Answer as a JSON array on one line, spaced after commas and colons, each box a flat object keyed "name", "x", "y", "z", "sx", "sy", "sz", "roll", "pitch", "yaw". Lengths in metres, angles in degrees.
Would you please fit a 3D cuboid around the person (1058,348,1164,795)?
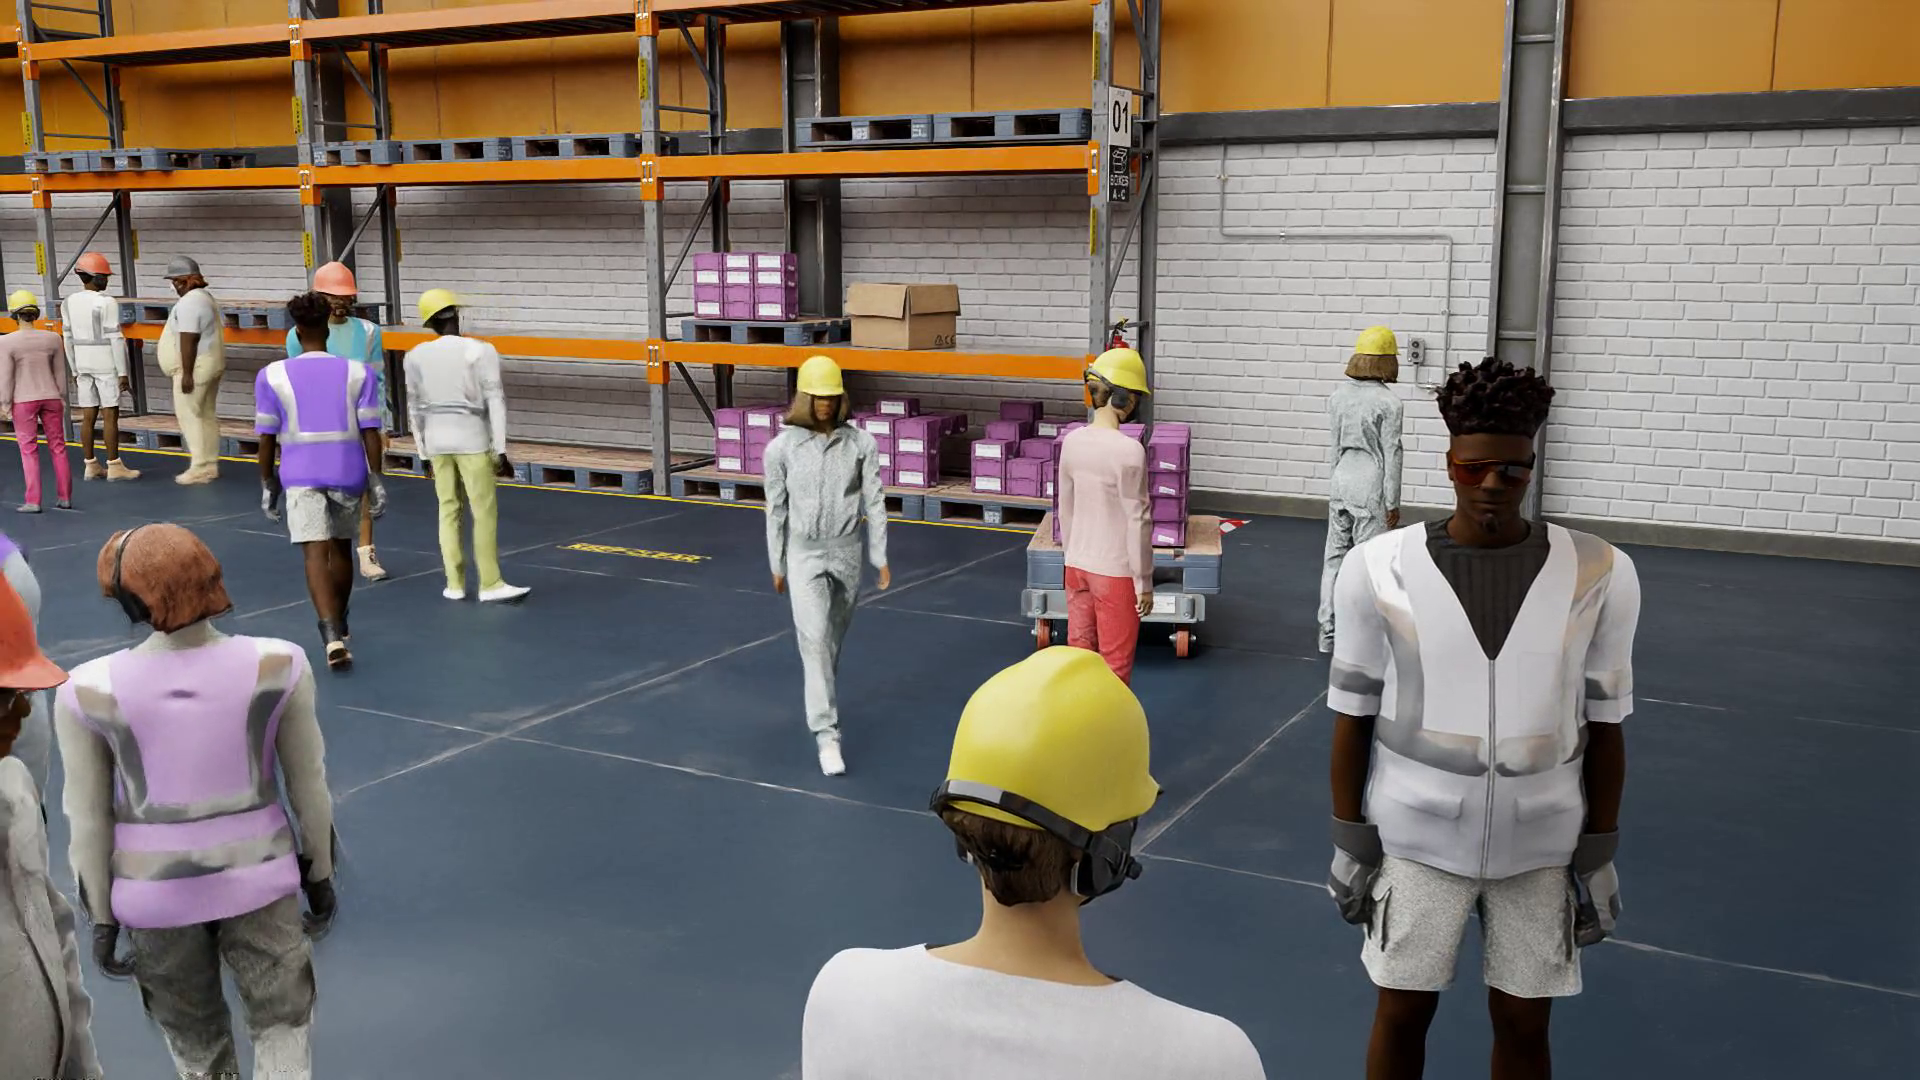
[{"name": "person", "x": 0.589, "y": 0.132, "z": 6.529, "sx": 0.326, "sy": 1.760, "sz": 0.524, "roll": -6, "pitch": 12, "yaw": -31}]

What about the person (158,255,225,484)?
[{"name": "person", "x": -6.860, "y": -1.530, "z": 14.863, "sx": 0.536, "sy": 2.000, "sz": 0.698, "roll": -2, "pitch": 11, "yaw": -11}]

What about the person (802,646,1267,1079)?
[{"name": "person", "x": 0.082, "y": 0.985, "z": 1.826, "sx": 0.530, "sy": 1.767, "sz": 0.328, "roll": 4, "pitch": 11, "yaw": 23}]

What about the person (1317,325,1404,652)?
[{"name": "person", "x": 2.105, "y": -0.239, "z": 8.630, "sx": 0.343, "sy": 1.735, "sz": 0.482, "roll": -7, "pitch": 12, "yaw": -33}]

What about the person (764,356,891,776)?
[{"name": "person", "x": -0.577, "y": 0.065, "z": 7.061, "sx": 0.495, "sy": 1.703, "sz": 0.900, "roll": -4, "pitch": 11, "yaw": -19}]

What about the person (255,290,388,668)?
[{"name": "person", "x": -3.291, "y": -0.323, "z": 8.610, "sx": 0.612, "sy": 1.922, "sz": 1.014, "roll": -5, "pitch": 12, "yaw": -27}]

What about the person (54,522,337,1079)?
[{"name": "person", "x": -1.546, "y": 0.769, "z": 3.441, "sx": 0.514, "sy": 1.611, "sz": 0.617, "roll": -5, "pitch": 11, "yaw": -26}]

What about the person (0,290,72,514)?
[{"name": "person", "x": -7.356, "y": -1.092, "z": 13.213, "sx": 0.311, "sy": 1.769, "sz": 0.522, "roll": 7, "pitch": 12, "yaw": 34}]

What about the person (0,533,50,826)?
[{"name": "person", "x": -2.498, "y": 0.579, "z": 3.945, "sx": 0.629, "sy": 1.813, "sz": 0.839, "roll": -2, "pitch": 11, "yaw": -13}]

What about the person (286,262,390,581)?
[{"name": "person", "x": -3.878, "y": -0.718, "z": 10.457, "sx": 0.601, "sy": 2.035, "sz": 0.426, "roll": -10, "pitch": 14, "yaw": -43}]

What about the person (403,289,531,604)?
[{"name": "person", "x": -2.962, "y": -0.559, "z": 9.993, "sx": 0.745, "sy": 1.876, "sz": 0.464, "roll": 2, "pitch": 10, "yaw": 10}]

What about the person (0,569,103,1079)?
[{"name": "person", "x": -1.454, "y": 0.884, "z": 2.463, "sx": 0.404, "sy": 1.734, "sz": 0.560, "roll": -2, "pitch": 10, "yaw": -9}]

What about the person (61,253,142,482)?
[{"name": "person", "x": -7.712, "y": -1.545, "z": 14.936, "sx": 0.615, "sy": 2.040, "sz": 0.391, "roll": 4, "pitch": 11, "yaw": 19}]

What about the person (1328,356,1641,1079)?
[{"name": "person", "x": 1.051, "y": 0.602, "z": 3.419, "sx": 0.598, "sy": 1.958, "sz": 0.370, "roll": 2, "pitch": 10, "yaw": 10}]
